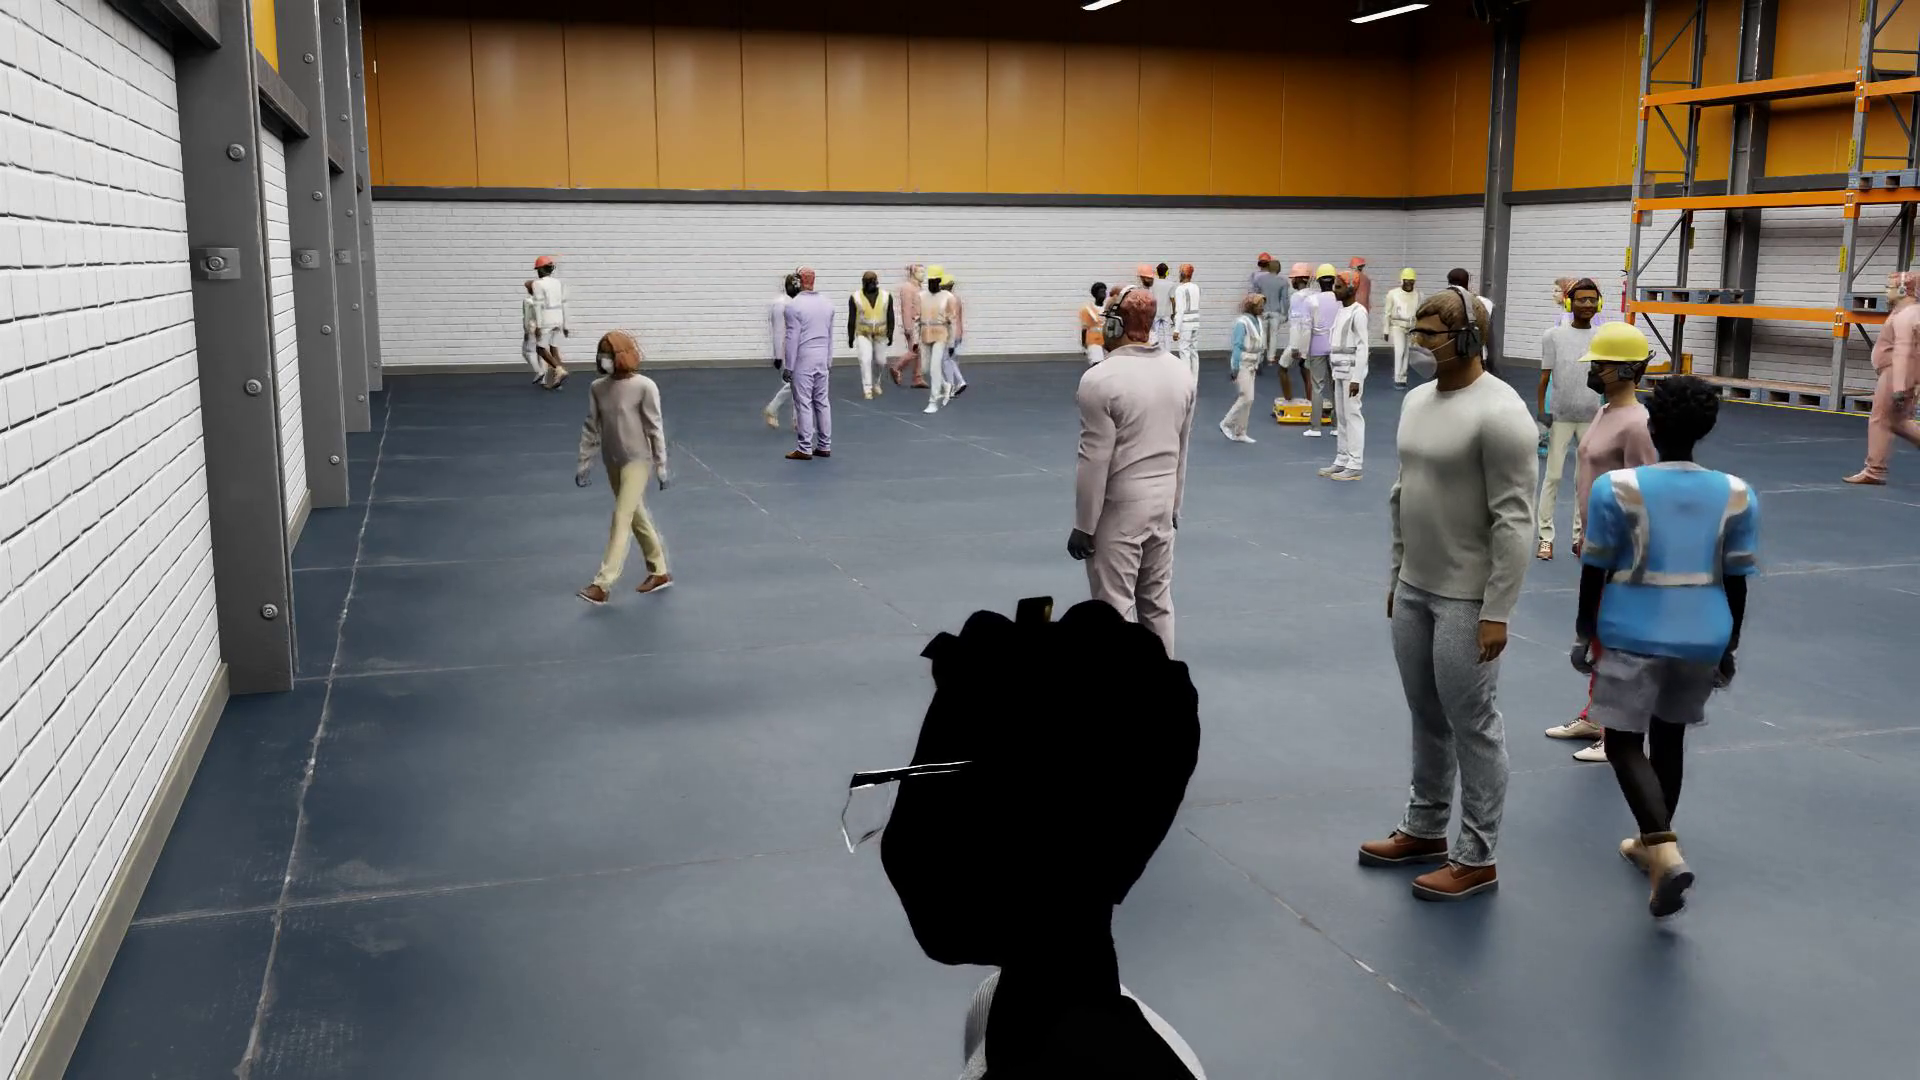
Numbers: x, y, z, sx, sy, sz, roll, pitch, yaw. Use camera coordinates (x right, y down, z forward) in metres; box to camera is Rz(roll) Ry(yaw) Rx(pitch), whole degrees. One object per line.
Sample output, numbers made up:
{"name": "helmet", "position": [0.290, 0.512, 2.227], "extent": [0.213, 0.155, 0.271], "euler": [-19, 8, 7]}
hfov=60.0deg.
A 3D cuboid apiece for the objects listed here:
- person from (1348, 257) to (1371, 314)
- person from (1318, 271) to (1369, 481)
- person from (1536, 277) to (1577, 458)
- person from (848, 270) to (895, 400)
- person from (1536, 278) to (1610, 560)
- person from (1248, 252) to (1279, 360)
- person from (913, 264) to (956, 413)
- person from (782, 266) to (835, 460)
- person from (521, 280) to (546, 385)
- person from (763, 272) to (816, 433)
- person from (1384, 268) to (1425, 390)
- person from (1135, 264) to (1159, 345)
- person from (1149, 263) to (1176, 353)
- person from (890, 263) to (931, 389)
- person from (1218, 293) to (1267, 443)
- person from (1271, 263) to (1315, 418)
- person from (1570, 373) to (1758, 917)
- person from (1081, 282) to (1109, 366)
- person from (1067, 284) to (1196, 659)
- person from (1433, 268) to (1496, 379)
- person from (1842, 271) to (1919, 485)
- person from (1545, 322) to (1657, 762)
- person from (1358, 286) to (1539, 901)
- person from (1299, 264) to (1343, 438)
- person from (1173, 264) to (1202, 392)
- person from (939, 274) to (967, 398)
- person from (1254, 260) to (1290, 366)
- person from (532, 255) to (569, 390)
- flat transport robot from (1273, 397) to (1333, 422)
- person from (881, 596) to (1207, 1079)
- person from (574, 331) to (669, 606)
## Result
{"name": "person", "position": [7.168, -4.099, 29.939], "extent": [0.634, 1.964, 0.582], "euler": [-7, 12, -36]}
{"name": "person", "position": [3.488, -1.474, 14.979], "extent": [0.356, 1.881, 0.575], "euler": [-1, 10, -6]}
{"name": "person", "position": [6.031, -1.678, 16.379], "extent": [0.899, 1.812, 0.571], "euler": [6, 12, 33]}
{"name": "person", "position": [-1.265, -2.891, 23.390], "extent": [0.649, 1.815, 0.727], "euler": [-2, 10, -13]}
{"name": "person", "position": [4.089, -0.793, 11.057], "extent": [0.513, 1.877, 0.328], "euler": [1, 10, 4]}
{"name": "person", "position": [5.782, -4.444, 31.695], "extent": [0.607, 2.048, 0.367], "euler": [3, 10, 15]}
{"name": "person", "position": [-0.292, -2.597, 21.407], "extent": [0.603, 1.907, 0.706], "euler": [7, 12, 35]}
{"name": "person", "position": [-1.531, -1.750, 16.504], "extent": [0.400, 1.907, 0.645], "euler": [8, 13, 38]}
{"name": "person", "position": [-6.561, -3.194, 25.671], "extent": [0.355, 1.631, 0.514], "euler": [6, 12, 31]}
{"name": "person", "position": [-1.898, -2.104, 18.797], "extent": [0.518, 1.829, 0.628], "euler": [5, 11, 27]}
{"name": "person", "position": [6.659, -3.130, 24.753], "extent": [0.608, 1.807, 0.668], "euler": [-2, 10, -10]}
{"name": "person", "position": [2.616, -3.044, 24.054], "extent": [0.537, 1.897, 0.978], "euler": [-7, 12, -34]}
{"name": "person", "position": [3.512, -3.886, 28.977], "extent": [0.514, 1.872, 0.328], "euler": [3, 10, 15]}
{"name": "person", "position": [-0.709, -3.216, 25.024], "extent": [0.541, 1.892, 0.665], "euler": [4, 11, 21]}
{"name": "person", "position": [3.069, -1.831, 17.803], "extent": [0.374, 1.620, 0.523], "euler": [6, 12, 32]}
{"name": "person", "position": [4.111, -2.430, 20.420], "extent": [0.678, 1.913, 0.561], "euler": [9, 13, 41]}
{"name": "person", "position": [2.215, 0.327, 5.182], "extent": [0.537, 1.678, 0.726], "euler": [0, 10, -1]}
{"name": "person", "position": [1.850, -2.654, 22.466], "extent": [0.537, 1.656, 0.868], "euler": [-6, 12, -33]}
{"name": "person", "position": [0.696, -0.119, 7.047], "extent": [0.641, 1.913, 0.407], "euler": [-9, 13, -43]}
{"name": "person", "position": [5.095, -1.818, 16.973], "extent": [0.620, 1.876, 0.862], "euler": [-1, 10, -8]}
{"name": "person", "position": [8.256, -1.398, 14.522], "extent": [0.751, 1.885, 0.649], "euler": [8, 12, 38]}
{"name": "person", "position": [2.615, 0.011, 6.715], "extent": [0.314, 1.769, 0.524], "euler": [0, 10, 2]}
{"name": "person", "position": [1.560, 0.170, 5.291], "extent": [0.359, 1.938, 0.632], "euler": [-3, 10, -16]}
{"name": "person", "position": [4.046, -2.090, 18.440], "extent": [0.585, 1.917, 0.382], "euler": [-2, 10, -9]}
{"name": "person", "position": [3.308, -3.084, 24.295], "extent": [0.355, 1.882, 0.577], "euler": [8, 13, 39]}
{"name": "person", "position": [-0.175, -2.867, 23.410], "extent": [0.370, 1.747, 0.542], "euler": [7, 12, 34]}
{"name": "person", "position": [5.644, -4.118, 30.186], "extent": [0.691, 1.916, 0.457], "euler": [5, 11, 26]}
{"name": "person", "position": [-6.064, -3.209, 24.663], "extent": [0.664, 2.010, 0.642], "euler": [6, 12, 31]}
{"name": "flat transport robot", "position": [4.191, -1.591, 20.314], "extent": [0.652, 0.197, 1.431], "euler": [1, 10, 8]}
{"name": "person", "position": [0.054, 0.930, 1.090], "extent": [0.330, 1.874, 0.518], "euler": [-3, 10, -16]}
{"name": "person", "position": [-2.008, -0.424, 9.737], "extent": [0.525, 1.580, 0.866], "euler": [6, 12, 32]}
